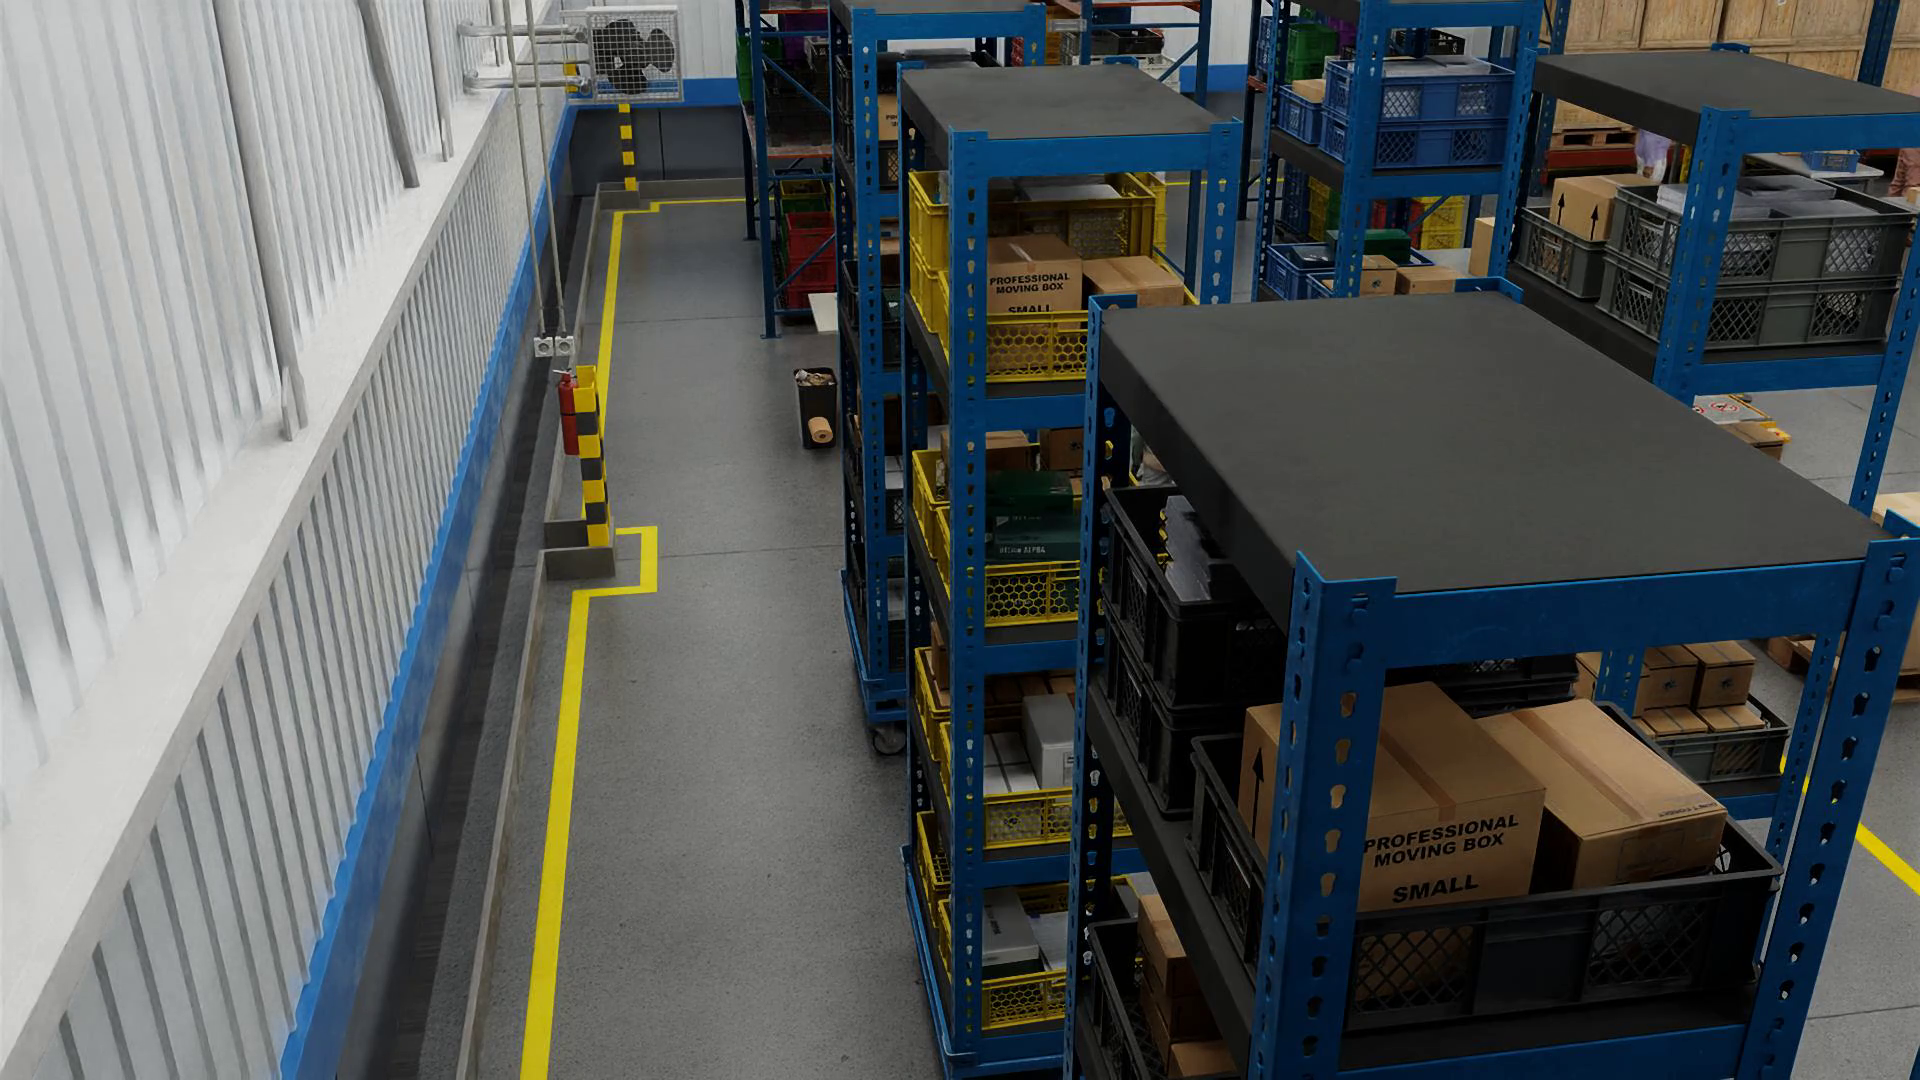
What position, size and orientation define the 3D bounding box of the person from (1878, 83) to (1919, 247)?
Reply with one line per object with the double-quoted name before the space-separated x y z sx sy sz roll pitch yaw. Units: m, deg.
"person" 9.802 -3.956 16.939 0.397 1.900 0.645 3 25 6
